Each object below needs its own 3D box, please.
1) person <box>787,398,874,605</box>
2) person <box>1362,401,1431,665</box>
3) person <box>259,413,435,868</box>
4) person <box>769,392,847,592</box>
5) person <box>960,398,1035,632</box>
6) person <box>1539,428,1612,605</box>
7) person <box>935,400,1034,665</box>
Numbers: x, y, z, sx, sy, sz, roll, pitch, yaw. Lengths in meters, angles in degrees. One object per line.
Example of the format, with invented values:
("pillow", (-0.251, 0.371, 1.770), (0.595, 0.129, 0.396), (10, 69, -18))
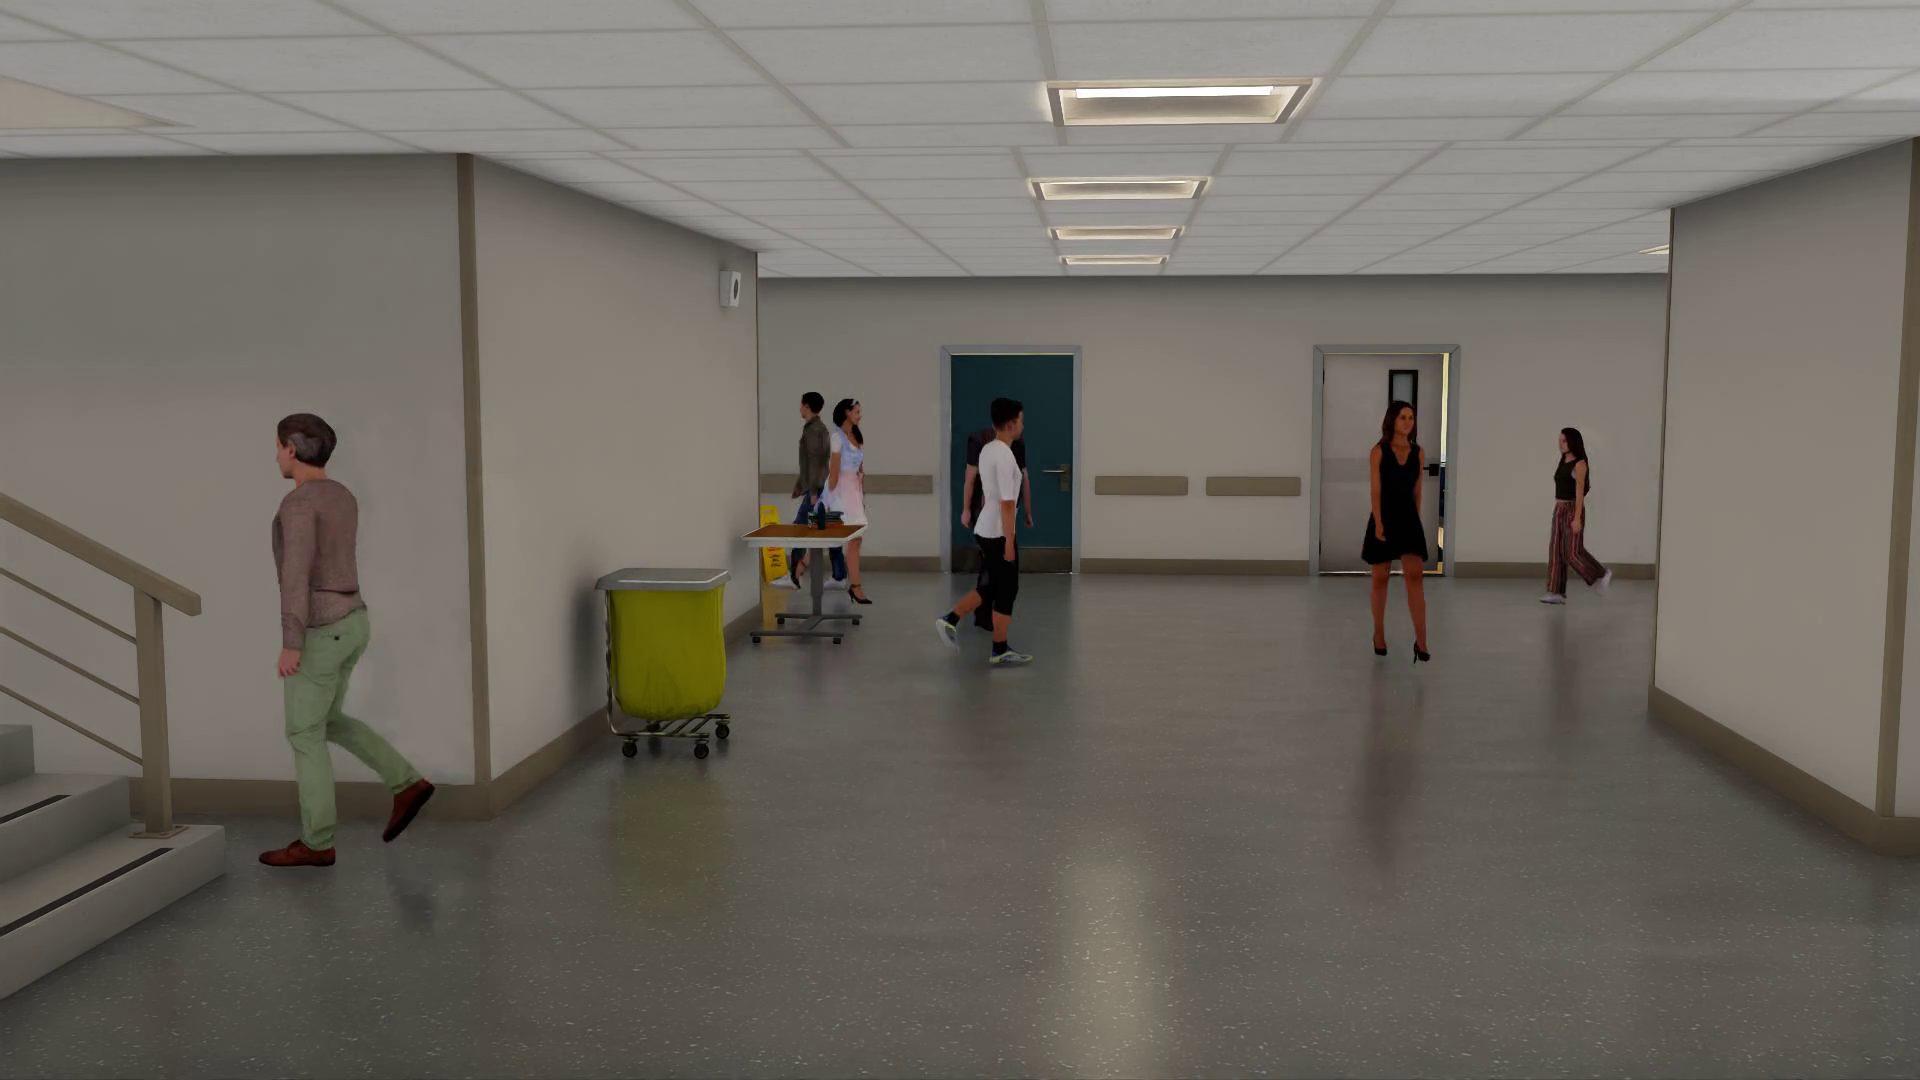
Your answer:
("person", (-1.108, -0.316, 14.545), (1.248, 1.773, 0.936), (3, 6, 26))
("person", (2.986, -0.034, 11.619), (1.040, 1.797, 0.740), (0, 6, -4))
("person", (-2.527, 0.419, 6.855), (0.921, 1.849, 0.751), (0, 6, -3))
("person", (-1.212, -0.422, 15.324), (0.903, 1.827, 0.694), (0, 6, 5))
("person", (0.212, -0.200, 13.122), (0.870, 1.826, 0.936), (-4, 7, -34))
("person", (5.401, -0.205, 14.547), (0.962, 1.550, 0.740), (-1, 6, -13))
("person", (0.184, -0.035, 11.450), (1.035, 1.832, 0.872), (-2, 6, -17))
